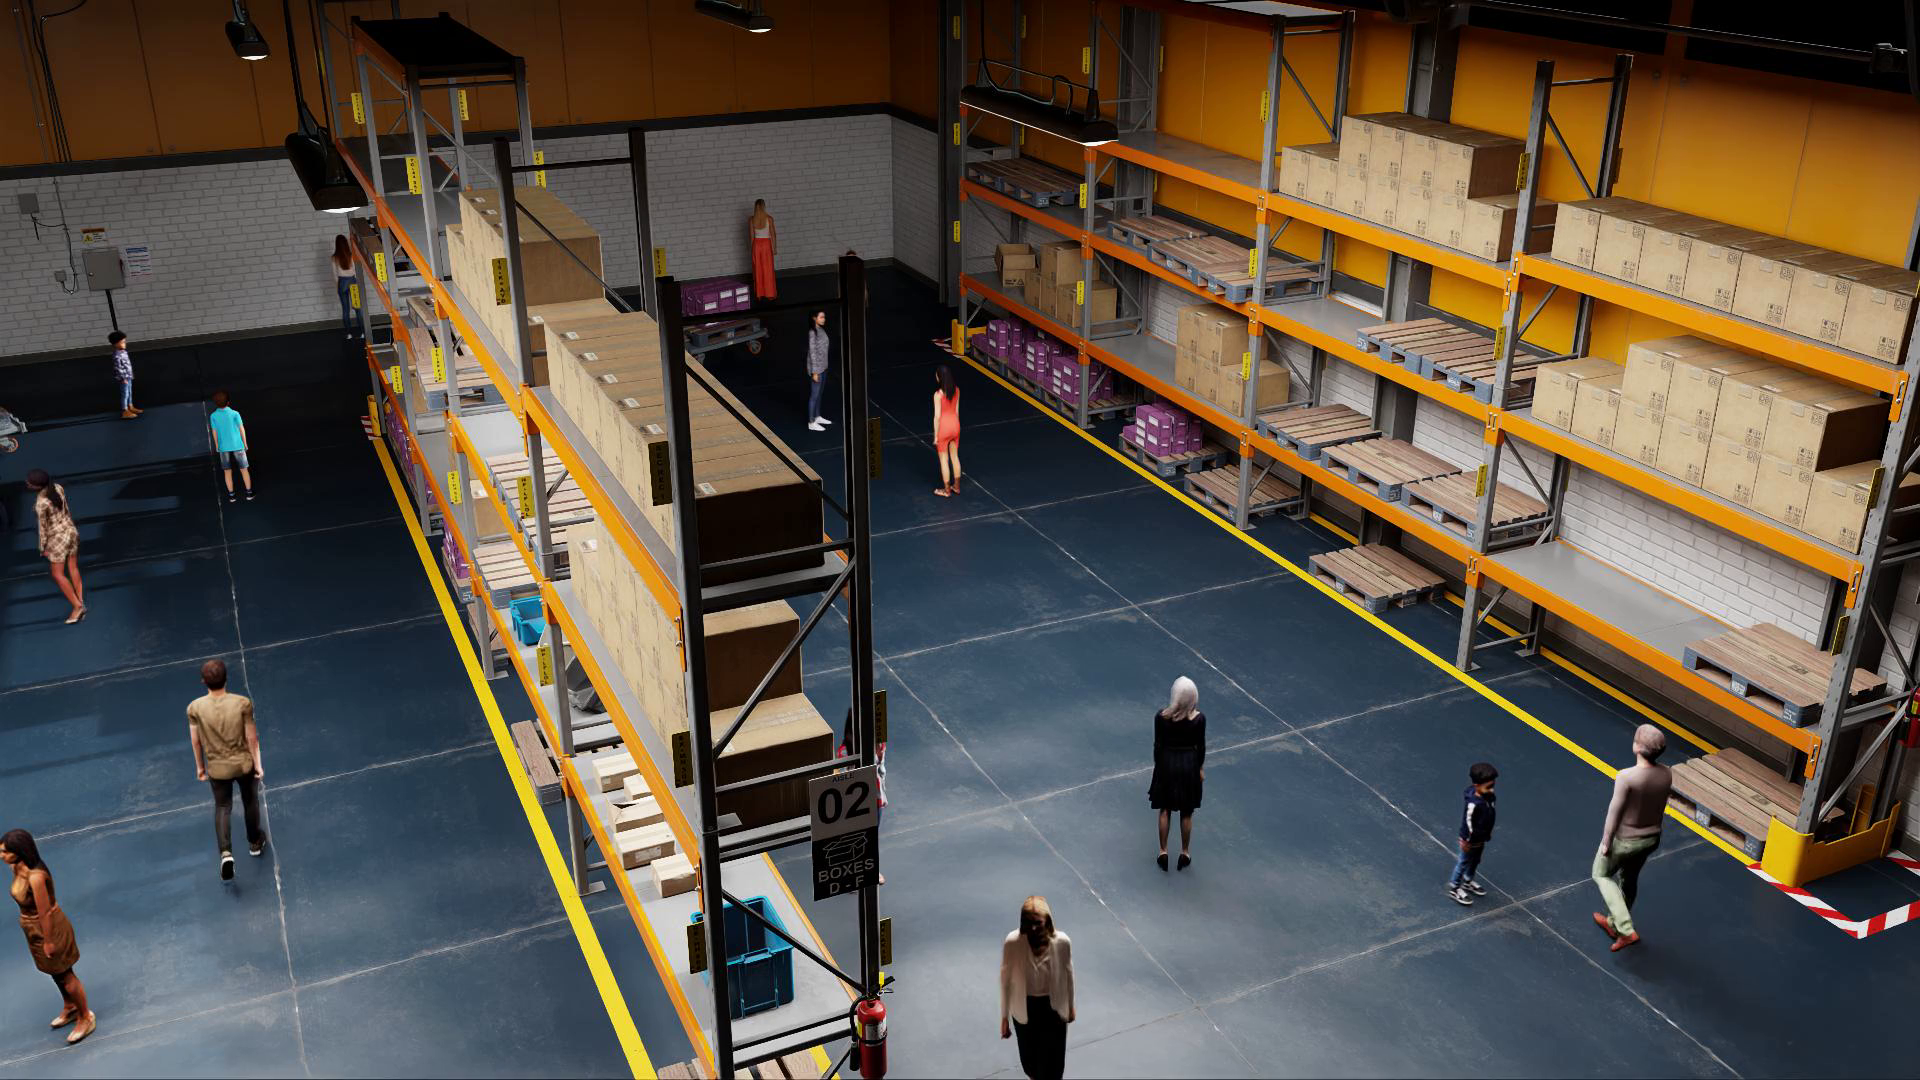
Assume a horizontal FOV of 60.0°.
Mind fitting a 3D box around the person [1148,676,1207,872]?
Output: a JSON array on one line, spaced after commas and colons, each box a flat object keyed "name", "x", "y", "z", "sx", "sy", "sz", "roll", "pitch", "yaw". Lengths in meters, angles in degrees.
[{"name": "person", "x": 1.756, "y": 1.875, "z": 13.430, "sx": 0.704, "sy": 1.747, "sz": 0.729, "roll": 3, "pitch": 24, "yaw": 6}]

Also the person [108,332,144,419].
[{"name": "person", "x": -11.950, "y": -2.364, "z": 23.749, "sx": 0.618, "sy": 1.250, "sz": 0.522, "roll": 0, "pitch": 24, "yaw": 0}]

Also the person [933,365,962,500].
[{"name": "person", "x": -0.154, "y": -1.362, "z": 20.875, "sx": 0.629, "sy": 1.715, "sz": 0.615, "roll": -21, "pitch": 31, "yaw": -40}]

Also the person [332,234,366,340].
[{"name": "person", "x": -10.013, "y": -4.155, "z": 27.249, "sx": 0.623, "sy": 1.728, "sz": 0.580, "roll": -4, "pitch": 24, "yaw": -9}]

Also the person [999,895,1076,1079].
[{"name": "person", "x": 0.502, "y": 3.010, "z": 10.719, "sx": 0.822, "sy": 1.840, "sz": 0.897, "roll": 2, "pitch": 24, "yaw": 4}]

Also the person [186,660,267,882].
[{"name": "person", "x": -5.877, "y": 1.859, "z": 13.360, "sx": 0.816, "sy": 1.833, "sz": 1.153, "roll": -5, "pitch": 24, "yaw": -12}]

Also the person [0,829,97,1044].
[{"name": "person", "x": -6.340, "y": 2.728, "z": 11.557, "sx": 0.586, "sy": 1.684, "sz": 0.699, "roll": 18, "pitch": 29, "yaw": 35}]

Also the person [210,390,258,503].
[{"name": "person", "x": -9.129, "y": -1.193, "z": 20.822, "sx": 0.551, "sy": 1.449, "sz": 0.529, "roll": -6, "pitch": 24, "yaw": -14}]

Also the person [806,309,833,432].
[{"name": "person", "x": -1.992, "y": -2.414, "z": 23.262, "sx": 0.753, "sy": 1.732, "sz": 0.669, "roll": 6, "pitch": 24, "yaw": 13}]

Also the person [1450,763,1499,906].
[{"name": "person", "x": 4.067, "y": 2.294, "z": 13.128, "sx": 0.551, "sy": 1.221, "sz": 0.534, "roll": -18, "pitch": 29, "yaw": -35}]

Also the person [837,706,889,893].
[{"name": "person", "x": -0.788, "y": 2.030, "z": 13.242, "sx": 0.596, "sy": 1.614, "sz": 0.522, "roll": -12, "pitch": 27, "yaw": -26}]

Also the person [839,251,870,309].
[{"name": "person", "x": -1.739, "y": -3.856, "z": 26.746, "sx": 0.666, "sy": 1.582, "sz": 1.067, "roll": -8, "pitch": 25, "yaw": -17}]

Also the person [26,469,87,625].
[{"name": "person", "x": -9.531, "y": 0.010, "z": 17.675, "sx": 0.792, "sy": 1.764, "sz": 0.701, "roll": 11, "pitch": 26, "yaw": 24}]

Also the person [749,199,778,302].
[{"name": "person", "x": -3.490, "y": -5.134, "z": 29.395, "sx": 0.730, "sy": 1.802, "sz": 0.764, "roll": 4, "pitch": 24, "yaw": 10}]

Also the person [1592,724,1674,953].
[{"name": "person", "x": 5.054, "y": 2.273, "z": 12.382, "sx": 0.762, "sy": 1.857, "sz": 0.947, "roll": -6, "pitch": 24, "yaw": -14}]
